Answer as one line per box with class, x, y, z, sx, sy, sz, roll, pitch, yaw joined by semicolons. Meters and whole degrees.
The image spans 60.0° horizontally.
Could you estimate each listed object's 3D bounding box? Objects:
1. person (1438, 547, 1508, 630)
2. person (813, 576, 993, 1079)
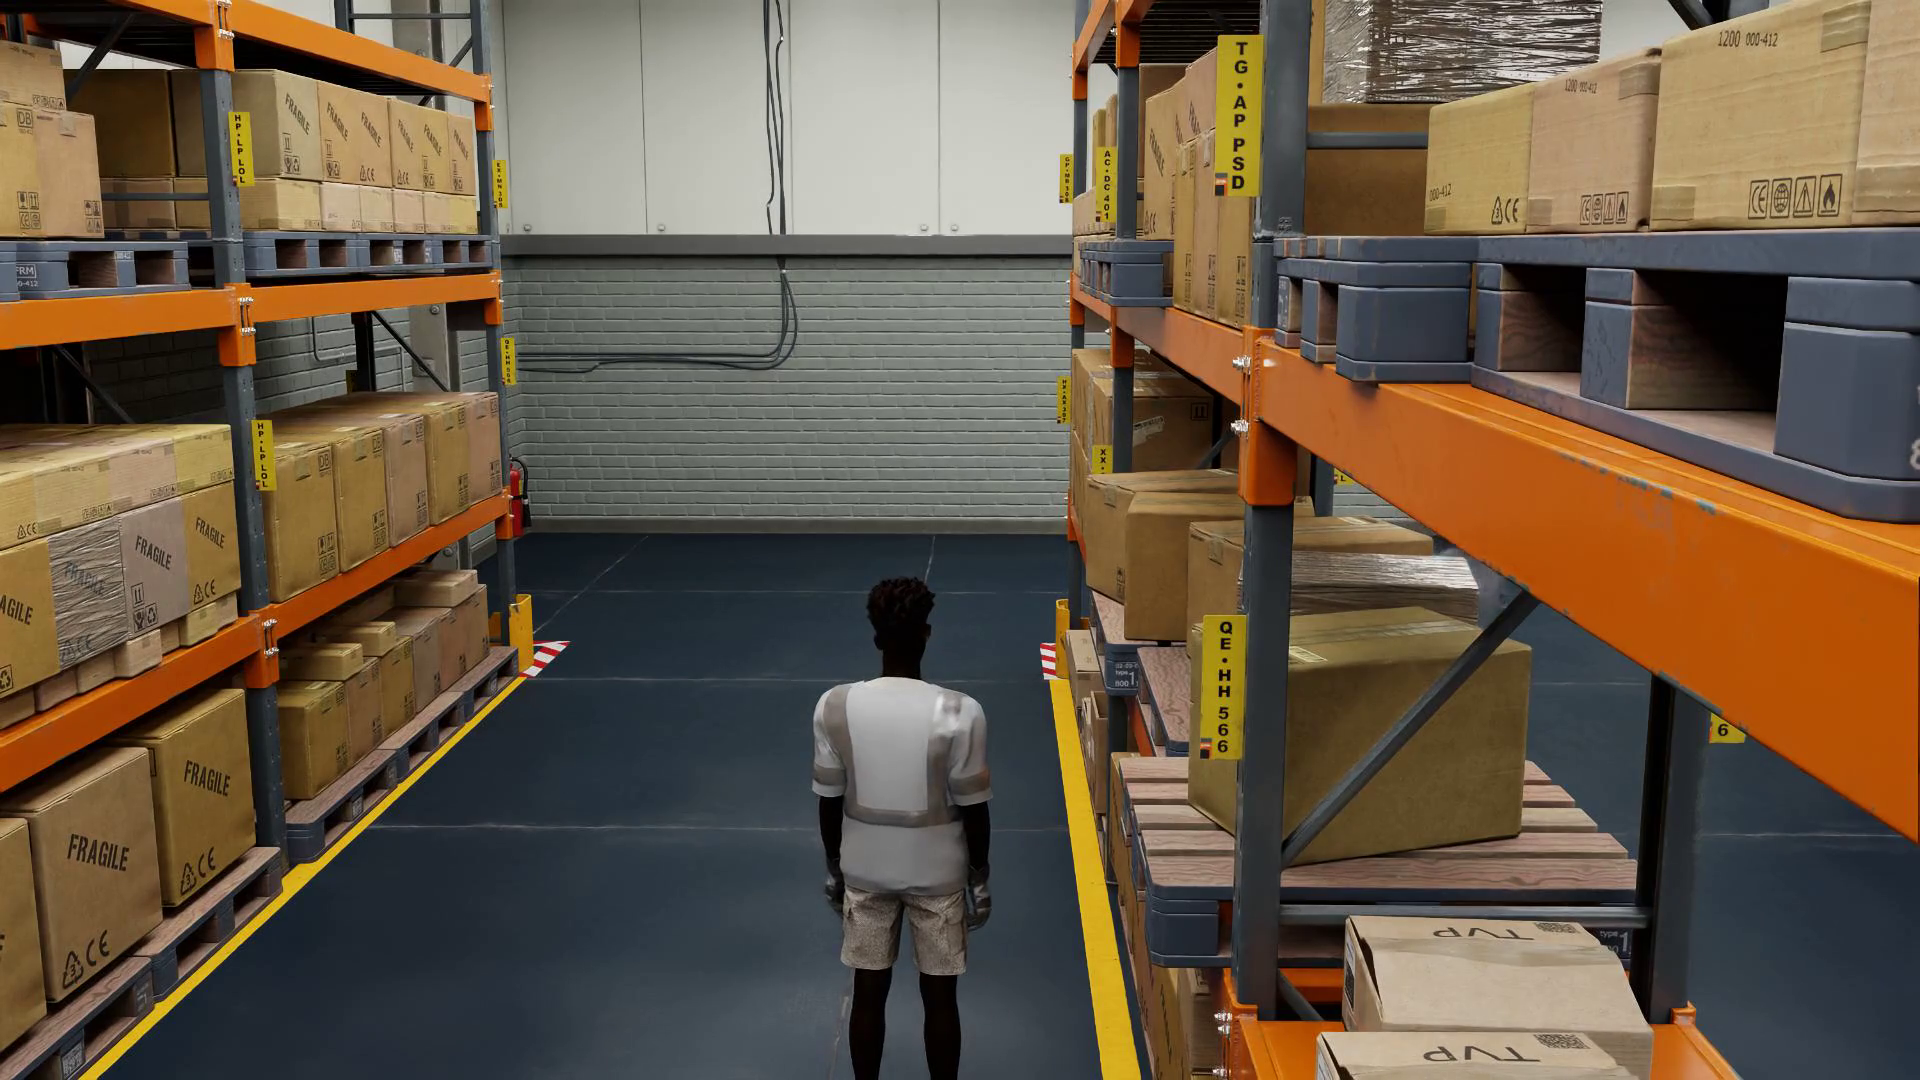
person;2.877;0.561;9.501;0.494;1.600;0.834;-2;10;-11
person;-0.179;1.085;5.519;0.604;1.967;0.367;2;10;14
